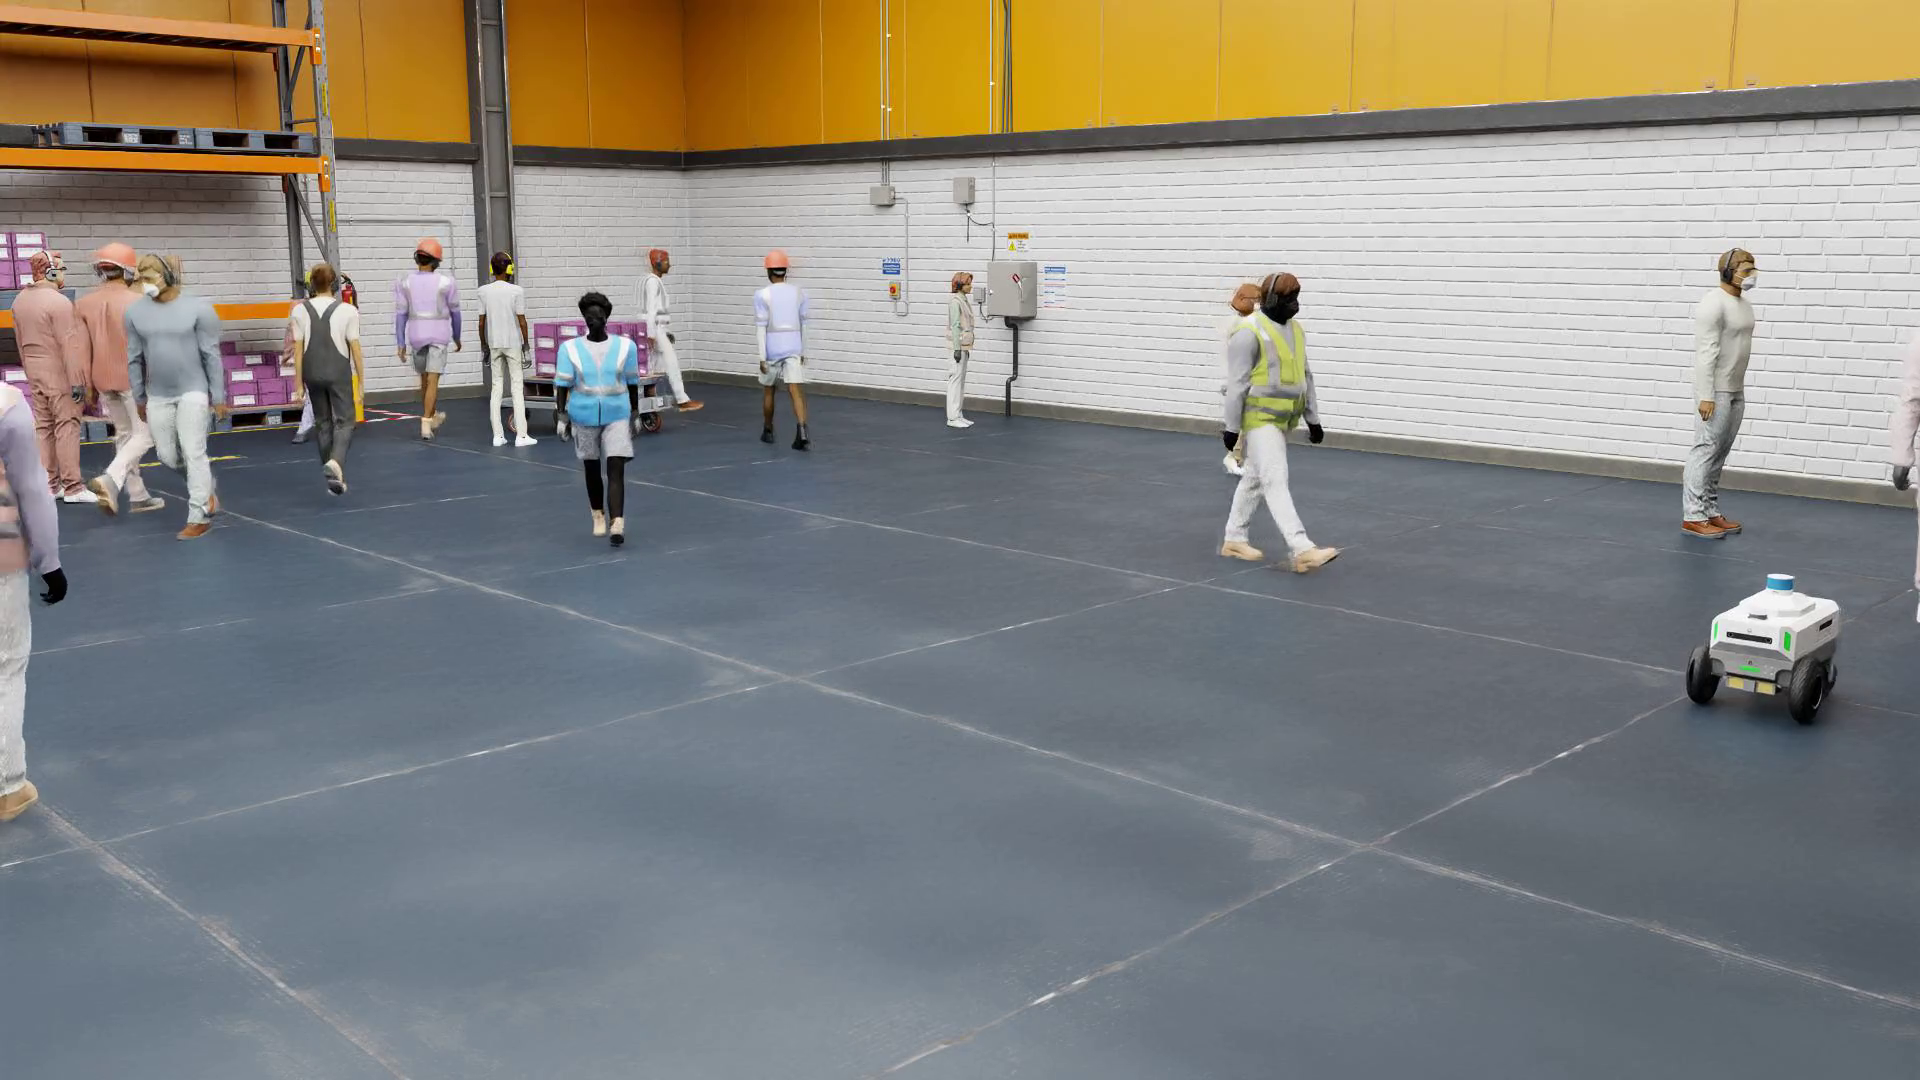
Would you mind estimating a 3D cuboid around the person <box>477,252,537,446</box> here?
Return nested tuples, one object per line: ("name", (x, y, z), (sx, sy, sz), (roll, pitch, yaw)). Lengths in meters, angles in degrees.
("person", (-4.366, -1.828, 15.997), (0.512, 1.865, 0.329), (1, 10, 8))

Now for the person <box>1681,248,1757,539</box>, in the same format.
("person", (5.126, -0.988, 11.208), (0.352, 1.937, 0.635), (10, 14, 43))

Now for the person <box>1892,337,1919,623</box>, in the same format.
("person", (5.044, -0.416, 8.327), (0.674, 1.851, 1.004), (5, 12, 26))

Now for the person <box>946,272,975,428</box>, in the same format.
("person", (0.004, -2.010, 17.602), (0.310, 1.638, 0.523), (2, 11, 10))

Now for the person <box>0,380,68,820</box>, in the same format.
("person", (-3.437, 0.089, 5.655), (0.652, 1.824, 0.507), (-1, 10, -7))

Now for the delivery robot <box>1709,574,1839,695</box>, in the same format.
("delivery robot", (3.535, 0.391, 7.209), (0.477, 0.478, 0.707), (9, 14, 42))

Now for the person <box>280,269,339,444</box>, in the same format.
("person", (-6.362, -1.835, 16.471), (0.551, 1.707, 0.898), (3, 11, 14))

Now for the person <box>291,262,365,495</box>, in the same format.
("person", (-4.860, -1.215, 12.775), (0.515, 1.825, 0.659), (-1, 10, -4))

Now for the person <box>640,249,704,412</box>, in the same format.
("person", (-3.328, -2.367, 18.948), (0.884, 1.850, 0.600), (-2, 11, -10))

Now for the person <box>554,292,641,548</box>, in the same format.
("person", (-2.364, -0.786, 10.881), (0.550, 1.642, 0.885), (-2, 11, -11))

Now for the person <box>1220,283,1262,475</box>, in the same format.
("person", (2.402, -1.337, 13.961), (0.387, 1.615, 0.531), (9, 14, 40))

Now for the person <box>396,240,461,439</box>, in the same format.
("person", (-5.352, -2.028, 16.810), (0.600, 1.978, 1.078), (0, 10, -1))

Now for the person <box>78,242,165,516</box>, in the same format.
("person", (-6.026, -1.134, 11.908), (0.631, 1.975, 0.761), (2, 11, 11))

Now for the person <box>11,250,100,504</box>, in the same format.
("person", (-6.818, -1.223, 12.580), (0.646, 1.908, 0.408), (6, 12, 29))

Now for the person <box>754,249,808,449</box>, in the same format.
("person", (-1.689, -1.820, 15.895), (0.549, 1.899, 0.979), (-4, 11, -23))

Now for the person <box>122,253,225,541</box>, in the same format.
("person", (-5.256, -0.979, 11.244), (0.635, 1.912, 0.694), (0, 10, -3))

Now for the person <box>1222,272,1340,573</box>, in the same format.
("person", (1.950, -0.715, 10.103), (0.951, 1.791, 0.631), (9, 14, 41))
